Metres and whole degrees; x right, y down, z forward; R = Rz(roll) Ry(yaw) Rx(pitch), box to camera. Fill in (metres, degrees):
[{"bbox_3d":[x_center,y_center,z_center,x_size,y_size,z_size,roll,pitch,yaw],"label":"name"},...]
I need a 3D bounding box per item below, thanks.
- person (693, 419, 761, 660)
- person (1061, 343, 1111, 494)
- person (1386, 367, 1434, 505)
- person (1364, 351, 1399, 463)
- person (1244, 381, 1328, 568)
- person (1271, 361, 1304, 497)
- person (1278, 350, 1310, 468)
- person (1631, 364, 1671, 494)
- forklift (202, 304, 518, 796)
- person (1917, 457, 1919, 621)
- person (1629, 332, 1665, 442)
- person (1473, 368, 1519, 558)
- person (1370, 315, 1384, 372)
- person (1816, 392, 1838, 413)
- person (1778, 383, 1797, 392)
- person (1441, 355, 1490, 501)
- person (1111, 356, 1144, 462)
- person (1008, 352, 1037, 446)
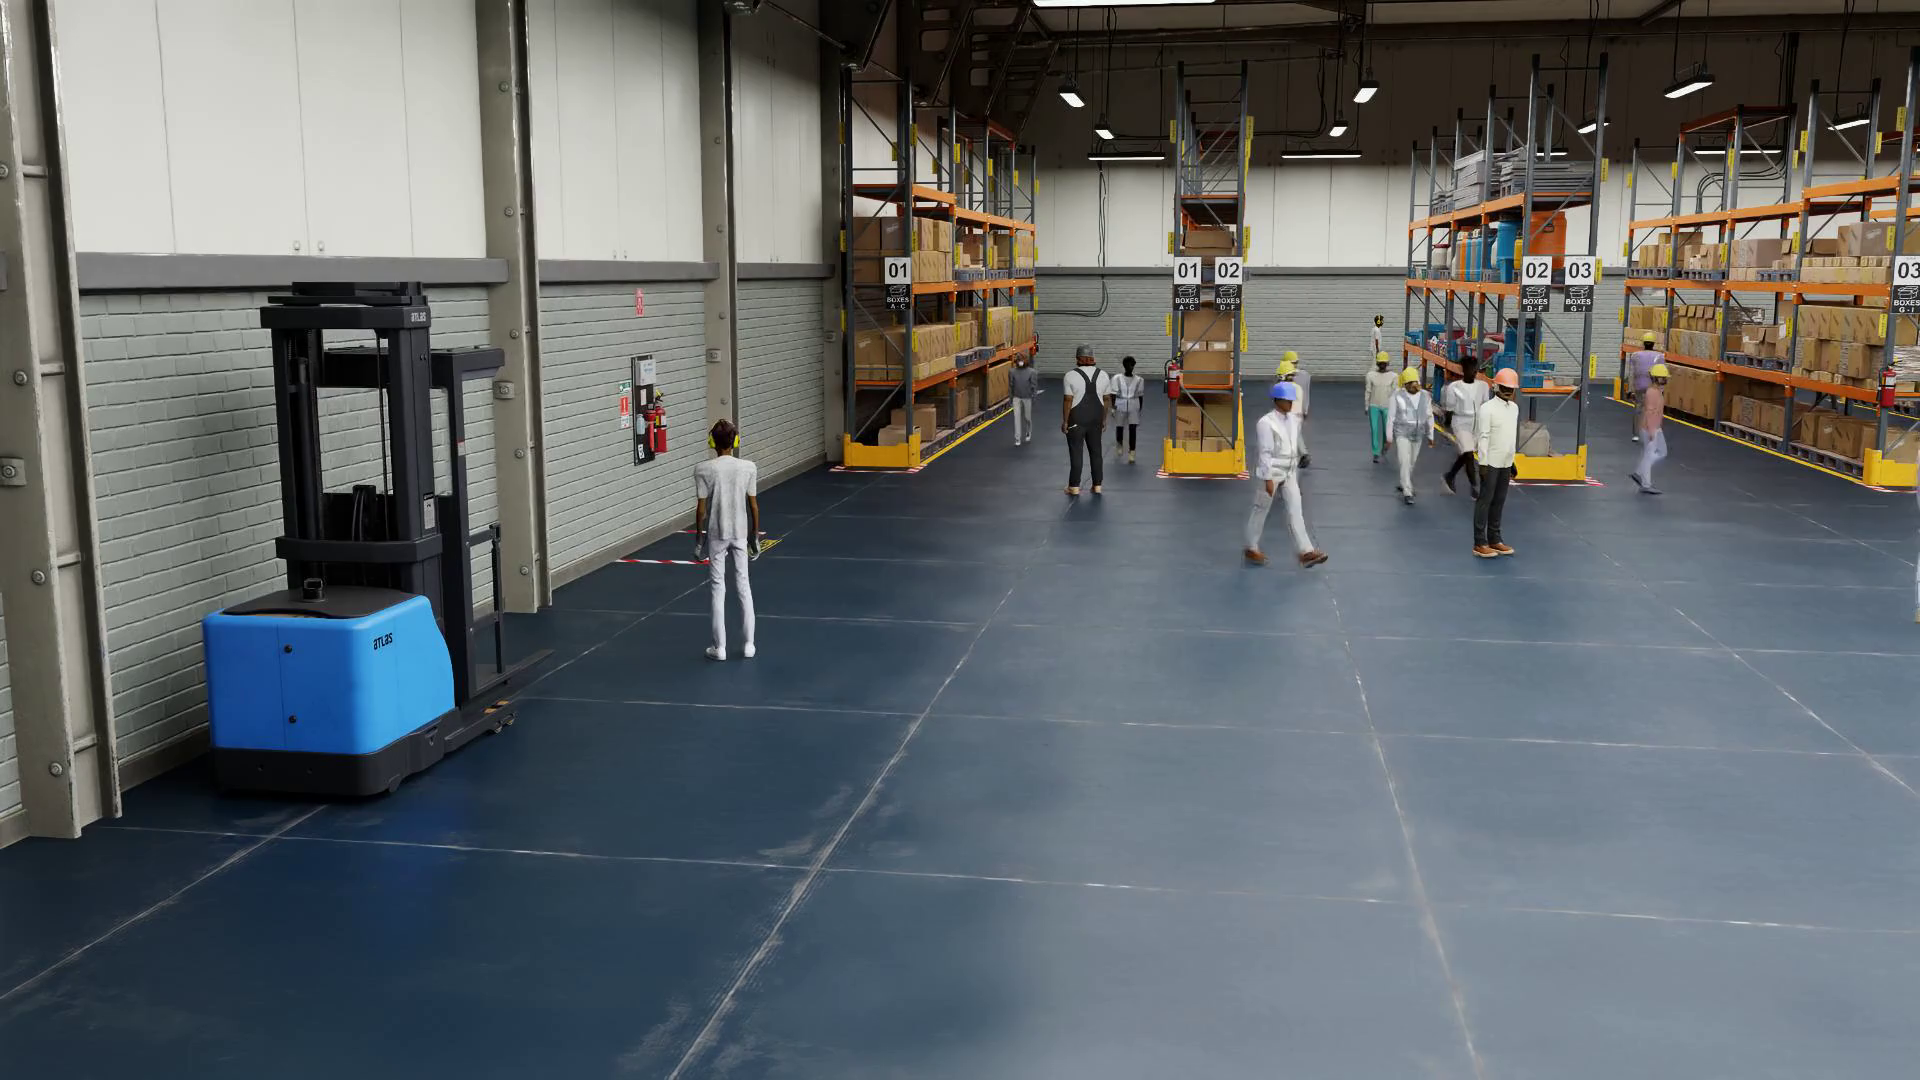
[{"bbox_3d":[-1.815,-0.003,12.934,0.535,1.861,0.309,-3,10,-20],"label":"person"},{"bbox_3d":[1.665,-1.632,22.563,0.689,2.000,0.537,-3,10,-21],"label":"person"},{"bbox_3d":[5.869,-1.383,21.784,0.630,1.780,0.879,-2,10,-15],"label":"person"},{"bbox_3d":[6.686,-2.130,26.404,0.529,1.751,0.598,2,9,14],"label":"person"},{"bbox_3d":[3.269,-0.657,16.865,0.647,1.889,1.005,-7,12,-38],"label":"person"},{"bbox_3d":[4.294,-1.468,22.117,0.490,1.811,0.614,9,13,43],"label":"person"},{"bbox_3d":[4.968,-1.937,24.983,0.634,1.819,0.510,-5,11,-30],"label":"person"},{"bbox_3d":[9.395,-1.505,22.502,0.377,1.752,0.551,6,11,33],"label":"person"},{"bbox_3d":[-3.673,-0.038,10.147,1.129,2.768,1.873,1,9,9],"label":"forklift"},{"bbox_3d":[8.609,-0.203,14.304,0.786,1.812,0.669,-5,11,-30],"label":"person"},{"bbox_3d":[12.111,-2.695,29.336,0.594,1.924,0.381,5,11,29],"label":"person"},{"bbox_3d":[5.705,-0.822,17.599,0.612,1.987,0.400,-7,12,-38],"label":"person"},{"bbox_3d":[10.716,-4.845,42.806,0.320,1.862,0.510,1,9,7],"label":"person"},{"bbox_3d":[17.899,-3.473,34.272,0.558,1.891,0.977,2,9,13],"label":"person"},{"bbox_3d":[16.219,-3.270,32.719,0.635,1.988,1.069,2,9,11],"label":"person"},{"bbox_3d":[6.713,-1.514,22.115,0.670,1.918,0.939,-2,9,-13],"label":"person"},{"bbox_3d":[2.653,-2.098,26.417,0.537,1.675,0.694,1,9,4],"label":"person"},{"bbox_3d":[1.096,-2.470,28.929,0.504,1.612,0.704,2,9,9],"label":"person"}]
